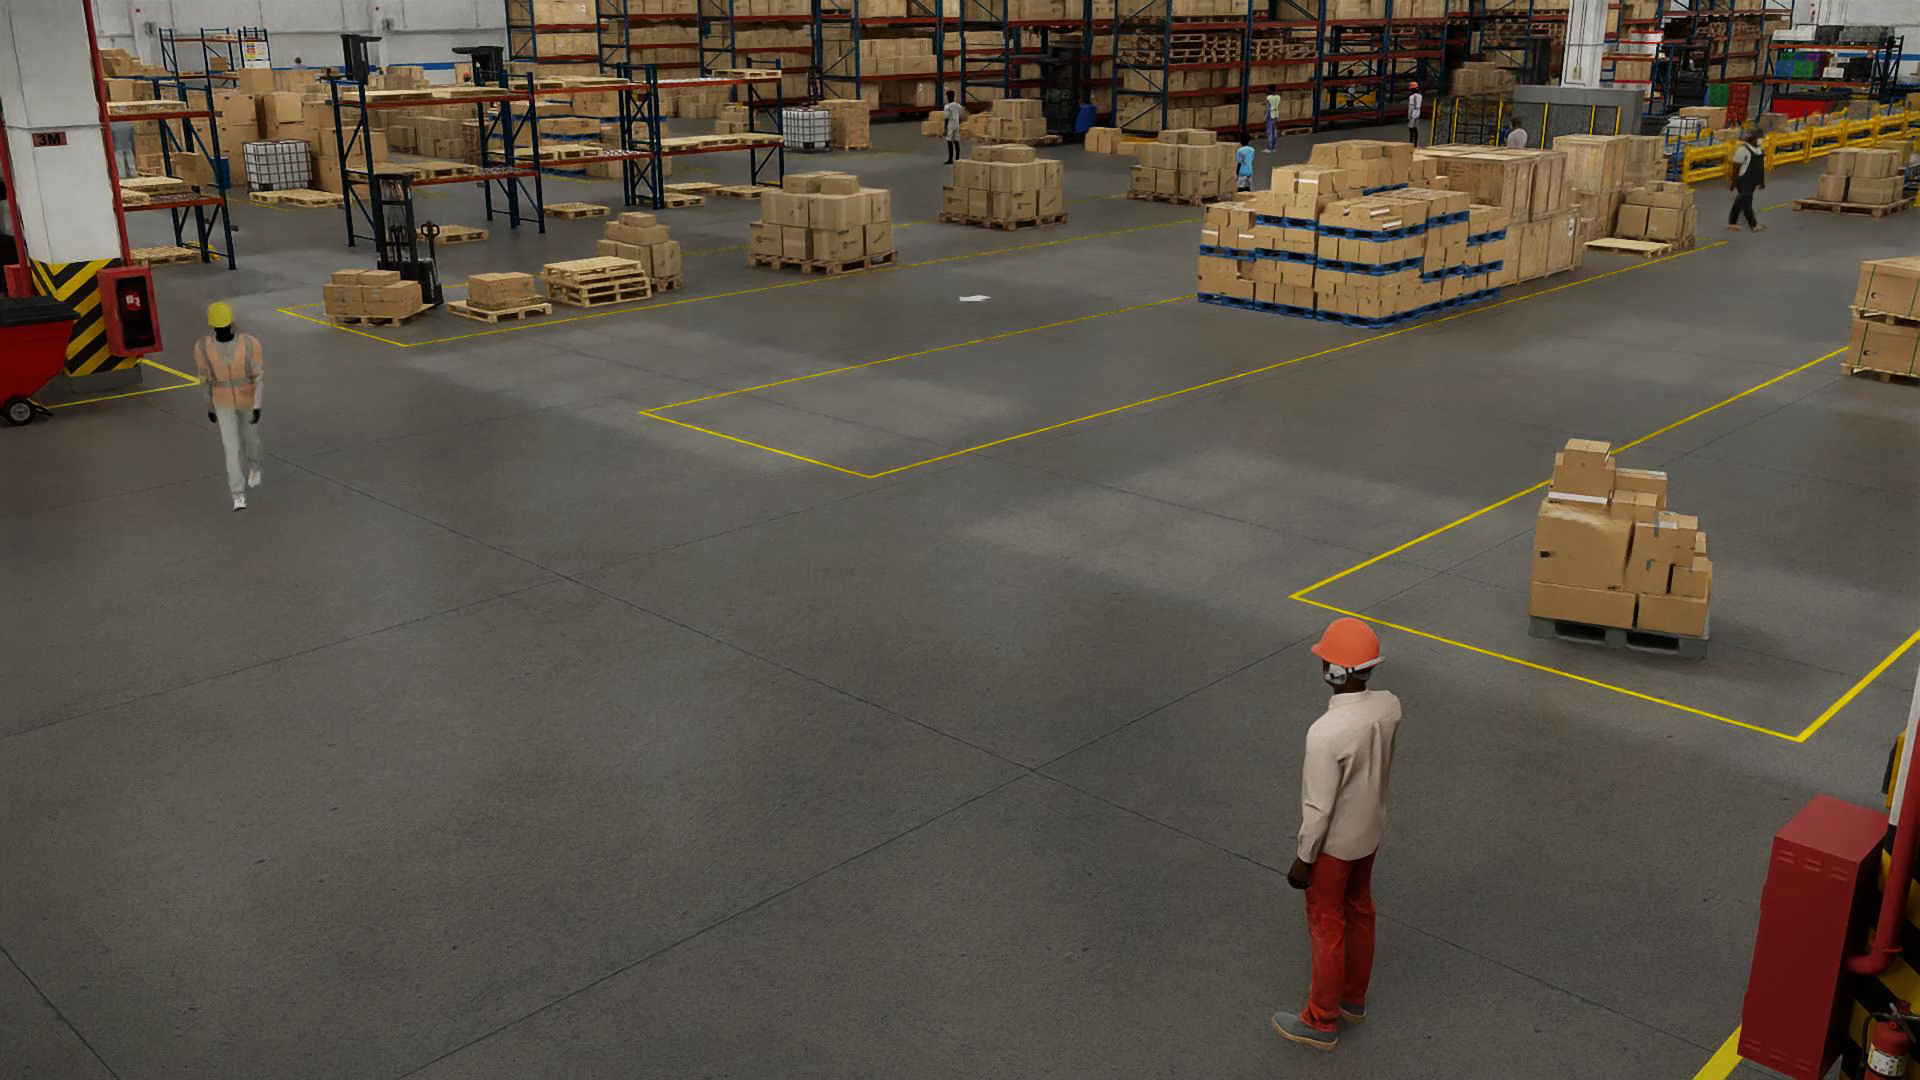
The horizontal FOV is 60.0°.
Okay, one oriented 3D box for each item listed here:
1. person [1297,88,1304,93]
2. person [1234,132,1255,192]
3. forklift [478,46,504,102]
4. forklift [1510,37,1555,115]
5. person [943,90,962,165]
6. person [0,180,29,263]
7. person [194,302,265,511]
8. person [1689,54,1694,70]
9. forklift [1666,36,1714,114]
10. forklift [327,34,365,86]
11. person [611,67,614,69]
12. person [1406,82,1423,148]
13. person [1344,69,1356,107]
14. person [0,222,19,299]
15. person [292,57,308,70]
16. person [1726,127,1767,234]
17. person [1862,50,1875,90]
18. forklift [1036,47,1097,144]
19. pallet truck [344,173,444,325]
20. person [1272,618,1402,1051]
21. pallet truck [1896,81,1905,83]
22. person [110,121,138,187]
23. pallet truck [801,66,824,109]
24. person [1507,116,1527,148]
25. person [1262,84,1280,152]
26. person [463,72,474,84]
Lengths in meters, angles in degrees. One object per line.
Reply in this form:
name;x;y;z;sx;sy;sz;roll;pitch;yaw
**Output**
person;12.348;-16.275;60.671;0.319;1.694;0.532;17;25;41
person;5.884;-7.588;34.496;0.319;1.696;0.532;17;25;41
forklift;-14.397;-13.832;51.456;1.129;2.768;1.873;17;25;41
forklift;21.235;-16.863;60.587;1.873;2.768;1.129;8;20;23
person;-0.213;-10.974;44.283;0.368;1.960;0.602;17;25;41
person;-13.929;-4.339;24.435;0.329;1.872;0.508;17;25;41
person;-6.661;-1.296;15.284;0.570;1.869;1.030;-7;20;-20
person;31.776;-20.318;72.648;0.403;1.825;0.586;17;25;41
forklift;27.341;-17.291;61.877;1.129;2.768;1.873;17;25;41
forklift;-23.611;-18.249;64.764;1.129;2.768;1.873;17;25;41
person;-15.513;-20.763;74.277;0.308;1.640;0.510;17;25;41
person;13.226;-12.383;48.576;0.366;1.931;0.542;17;25;41
person;14.331;-16.428;61.144;0.574;1.688;0.324;-16;24;-39
person;-11.841;-3.112;20.551;0.387;1.989;0.608;17;25;41
person;-26.077;-18.101;65.789;0.373;1.940;0.629;17;25;41
person;15.259;-6.932;31.980;0.708;2.000;0.988;-11;22;-31
person;42.266;-21.943;77.423;0.409;1.904;0.640;17;25;41
forklift;3.234;-13.597;50.749;1.129;2.768;1.873;17;25;41
pallet truck;-8.209;-4.181;23.757;0.823;1.965;1.885;3;19;9
person;1.659;1.285;7.295;0.377;1.995;0.608;17;25;41
pallet truck;34.802;-16.331;61.455;0.653;1.274;1.630;17;25;41
person;-19.207;-8.918;38.122;0.373;1.940;0.629;17;25;41
pallet truck;-4.812;-15.182;56.903;0.823;1.965;1.885;-9;21;-26
person;11.859;-8.093;35.643;0.373;1.936;0.629;17;25;41
person;8.960;-12.113;47.800;0.388;1.913;0.606;17;25;41
person;-15.641;-13.895;53.030;0.377;1.995;0.608;17;25;41
